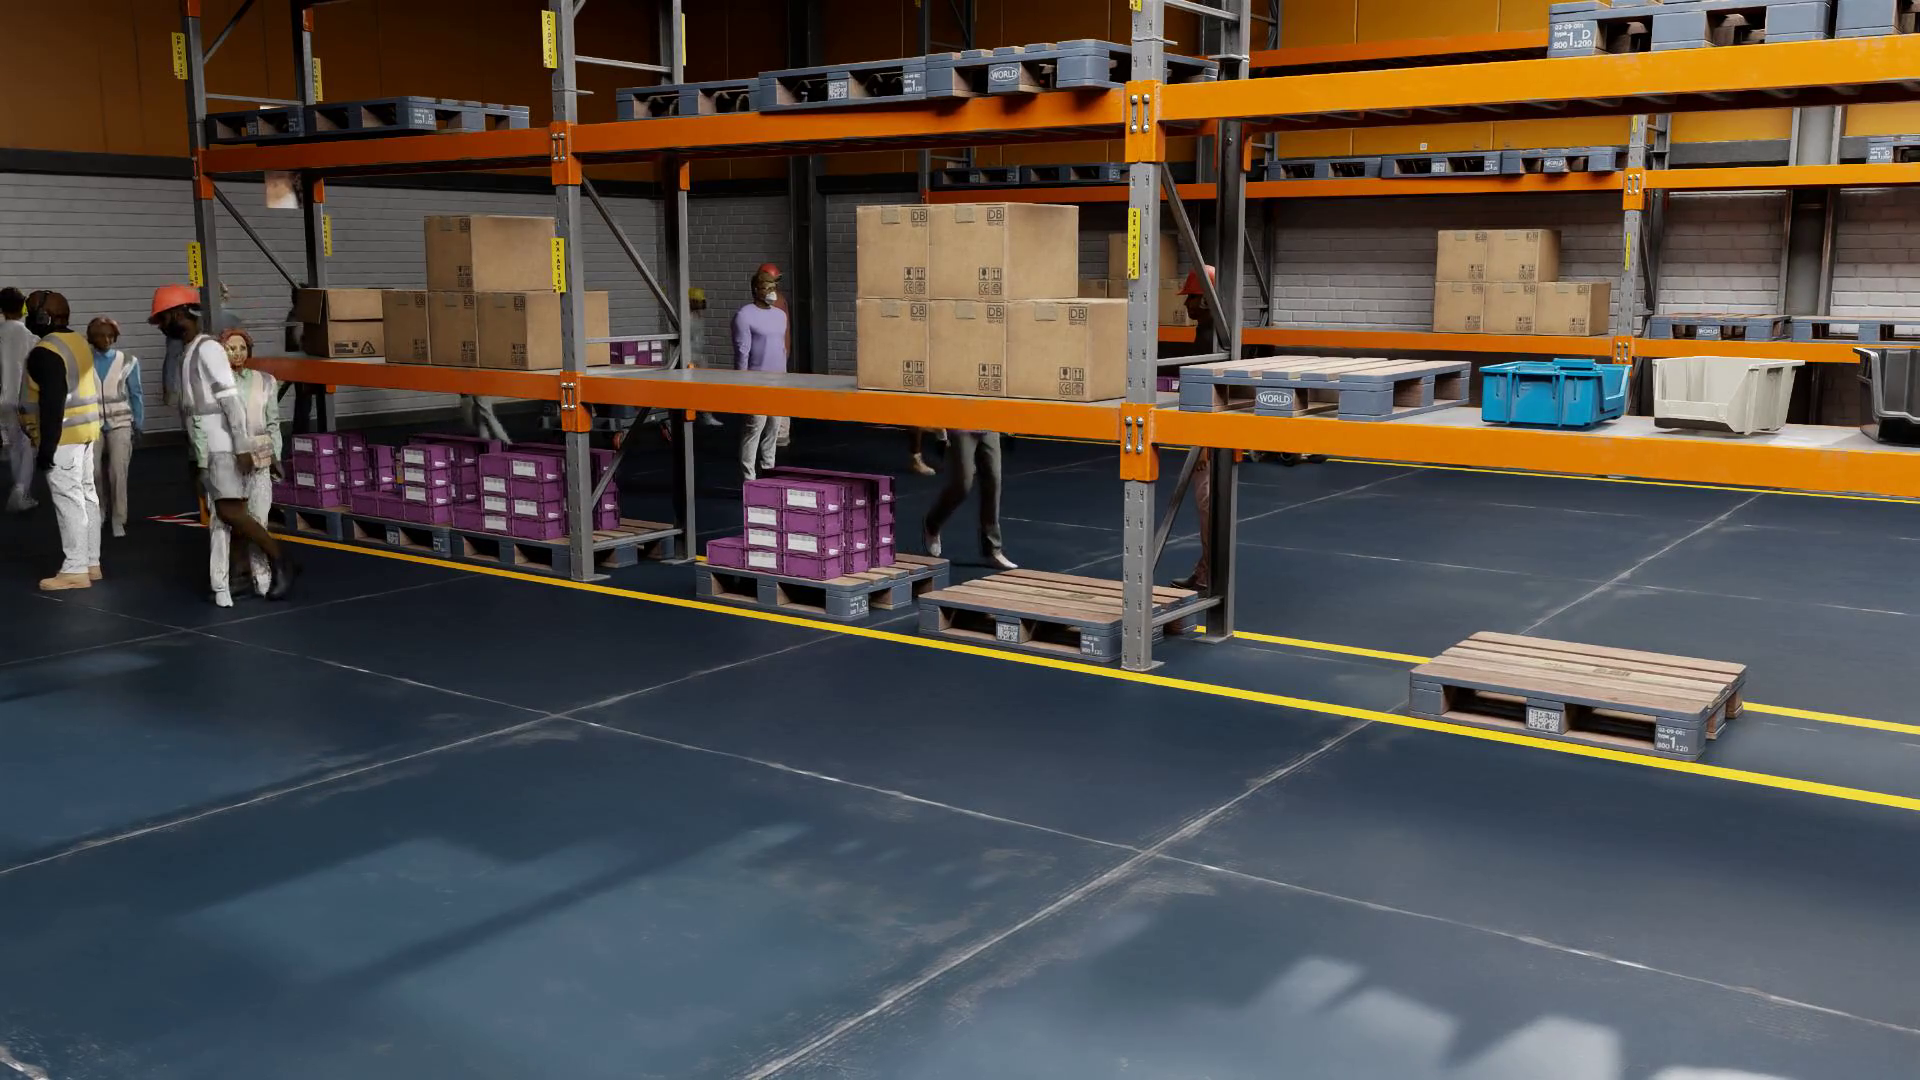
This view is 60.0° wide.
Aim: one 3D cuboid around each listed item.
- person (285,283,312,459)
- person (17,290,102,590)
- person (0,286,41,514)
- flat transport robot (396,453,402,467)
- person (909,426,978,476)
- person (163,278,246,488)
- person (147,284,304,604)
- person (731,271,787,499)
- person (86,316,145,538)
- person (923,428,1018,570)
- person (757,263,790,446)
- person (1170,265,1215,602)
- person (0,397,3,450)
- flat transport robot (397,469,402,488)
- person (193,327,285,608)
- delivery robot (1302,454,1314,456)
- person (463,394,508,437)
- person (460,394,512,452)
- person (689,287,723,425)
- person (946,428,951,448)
[{"bbox_3d":[-6.715,-1.717,17.018,0.343,1.802,0.661,-3,10,-15],"label":"person"},{"bbox_3d":[-5.575,-0.616,10.302,0.430,1.845,0.619,-2,10,-9],"label":"person"},{"bbox_3d":[-7.563,-1.110,13.307,0.568,1.832,0.831,-3,10,-16],"label":"person"},{"bbox_3d":[-5.145,-0.638,15.100,0.652,0.197,1.431,-3,10,-18],"label":"flat transport robot"},{"bbox_3d":[-0.136,-1.565,15.468,0.619,2.002,0.952,-9,13,-44],"label":"person"},{"bbox_3d":[-6.514,-1.325,14.381,0.692,1.888,0.897,-5,11,-28],"label":"person"},{"bbox_3d":[-4.340,-0.554,9.796,0.686,1.887,0.607,-8,12,-39],"label":"person"},{"bbox_3d":[-1.667,-1.303,14.100,0.355,1.938,0.636,6,11,33],"label":"person"},{"bbox_3d":[-6.227,-0.816,12.122,0.531,1.619,0.375,-5,11,-28],"label":"person"},{"bbox_3d":[0.079,-0.760,10.960,0.608,1.910,0.680,-8,13,-40],"label":"person"},{"bbox_3d":[-2.054,-2.022,18.226,0.393,1.990,0.616,1,10,4],"label":"person"},{"bbox_3d":[1.458,-0.625,9.898,0.376,1.995,0.612,1,10,8],"label":"person"},{"bbox_3d":[-6.685,-0.774,11.000,0.630,1.939,0.985,-7,12,-36],"label":"person"},{"bbox_3d":[-4.562,-0.490,14.215,1.431,0.197,0.652,-3,10,-18],"label":"flat transport robot"},{"bbox_3d":[-4.241,-0.433,9.805,0.315,1.641,0.514,9,13,44],"label":"person"},{"bbox_3d":[3.269,-1.085,16.637,0.477,0.478,0.707,-7,12,-36],"label":"delivery robot"},{"bbox_3d":[-5.505,-2.113,19.165,0.594,1.852,0.569,-7,12,-35],"label":"person"},{"bbox_3d":[-4.593,-1.617,16.166,0.925,1.887,0.586,7,12,36],"label":"person"},{"bbox_3d":[-3.358,-2.256,20.463,0.805,1.716,0.492,4,10,21],"label":"person"},{"bbox_3d":[-0.041,-1.948,18.045,0.651,1.904,0.403,-9,13,-42],"label":"person"}]
